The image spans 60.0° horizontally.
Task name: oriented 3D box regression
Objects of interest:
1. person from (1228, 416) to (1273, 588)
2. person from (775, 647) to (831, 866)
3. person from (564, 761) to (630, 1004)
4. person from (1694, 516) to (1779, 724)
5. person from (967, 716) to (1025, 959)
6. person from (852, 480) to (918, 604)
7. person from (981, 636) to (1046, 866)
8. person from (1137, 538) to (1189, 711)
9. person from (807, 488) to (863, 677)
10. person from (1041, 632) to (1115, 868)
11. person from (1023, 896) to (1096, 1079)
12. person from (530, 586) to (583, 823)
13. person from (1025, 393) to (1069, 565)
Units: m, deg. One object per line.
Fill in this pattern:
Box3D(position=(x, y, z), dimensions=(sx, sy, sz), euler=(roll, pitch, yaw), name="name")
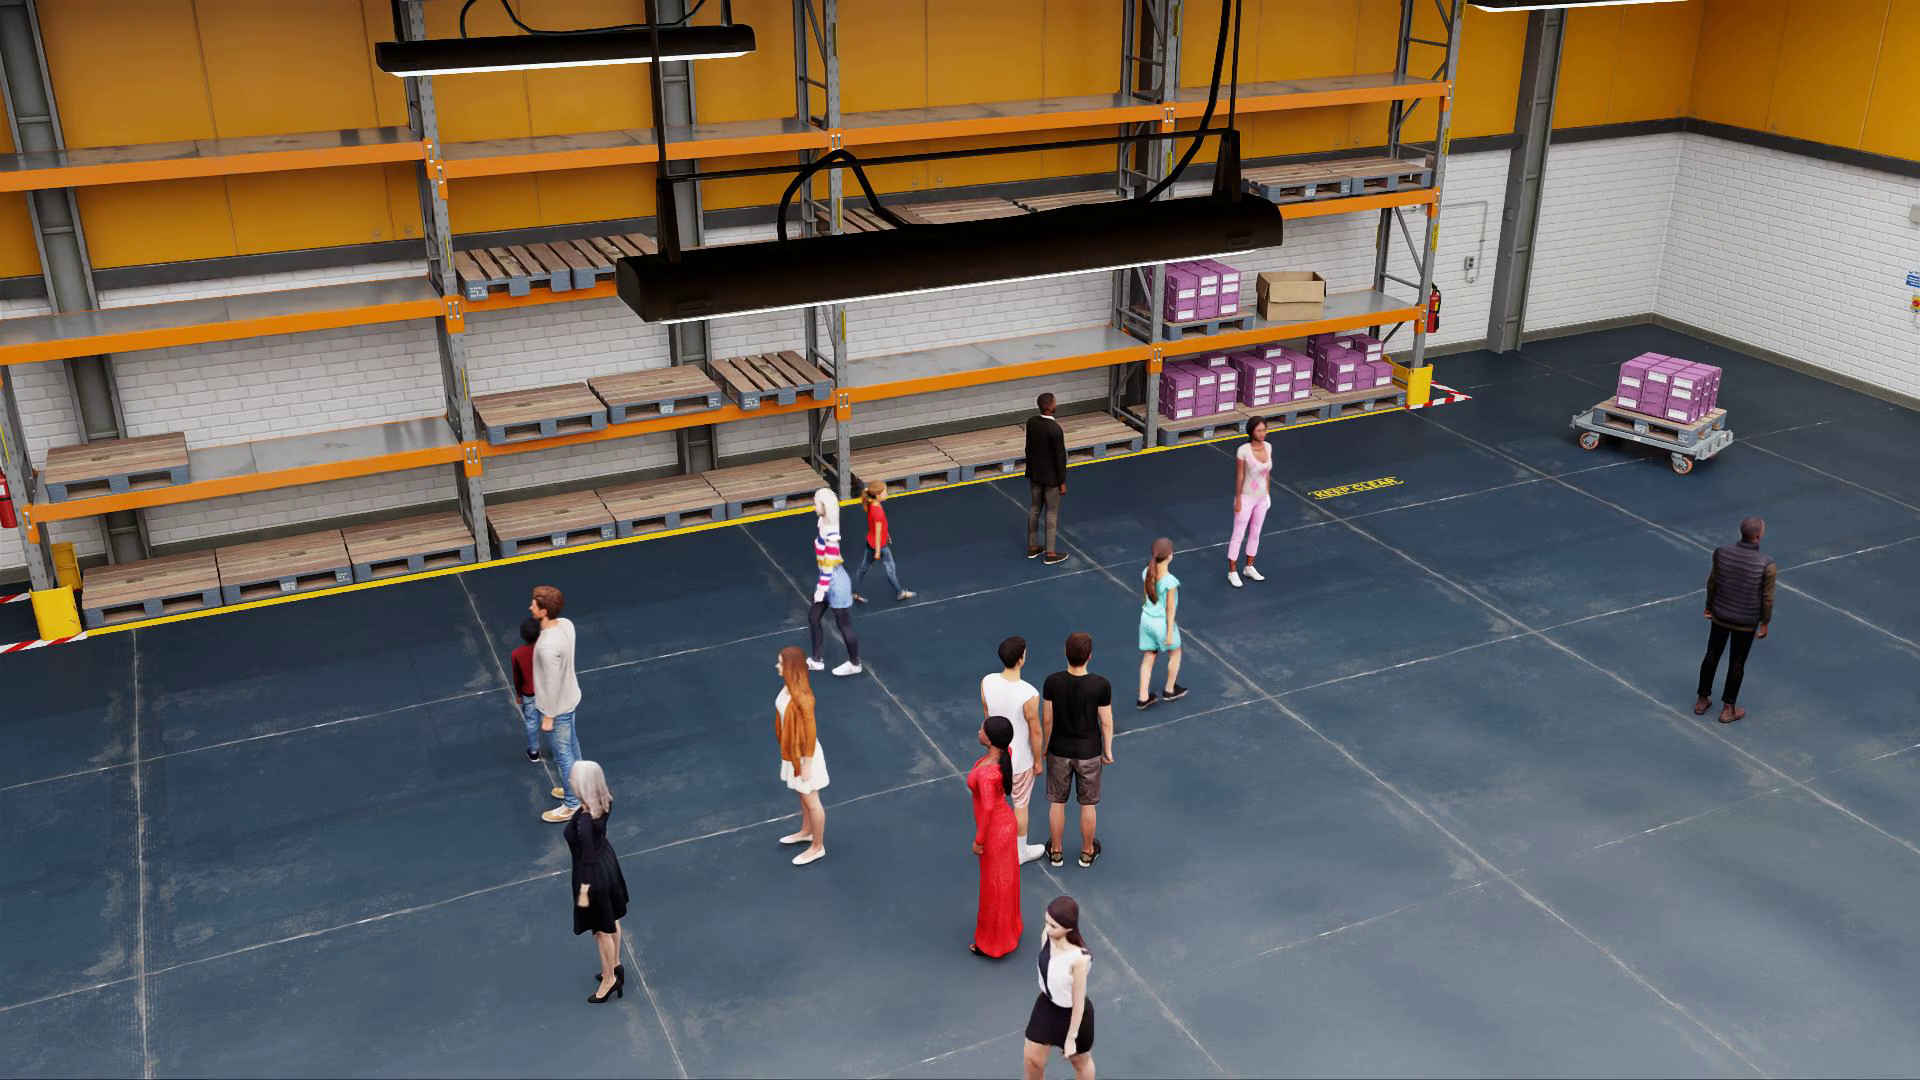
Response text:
Box3D(position=(2.880, -0.398, 16.426), dimensions=(0.460, 1.741, 0.639), euler=(-13, 27, -27), name="person")
Box3D(position=(-1.131, 1.529, 12.041), dimensions=(0.585, 1.722, 0.624), euler=(-9, 25, -19), name="person")
Box3D(position=(-2.316, 2.157, 10.573), dimensions=(0.711, 1.747, 0.693), euler=(1, 24, 3), name="person")
Box3D(position=(6.478, 0.649, 13.911), dimensions=(0.690, 1.836, 0.759), euler=(-20, 31, -38), name="person")
Box3D(position=(0.235, 1.947, 11.007), dimensions=(0.770, 1.784, 0.720), euler=(7, 24, 15), name="person")
Box3D(position=(-0.865, 0.048, 15.981), dimensions=(0.912, 1.279, 0.530), euler=(-8, 25, -17), name="person")
Box3D(position=(0.363, 1.519, 11.980), dimensions=(0.728, 1.789, 0.735), euler=(17, 29, 33), name="person")
Box3D(position=(1.633, 0.735, 14.079), dimensions=(0.810, 1.544, 0.673), euler=(-21, 31, -39), name="person")
Box3D(position=(-1.013, 0.383, 14.579), dimensions=(0.847, 1.787, 0.703), euler=(-9, 25, -19), name="person")
Box3D(position=(0.817, 1.502, 11.927), dimensions=(0.710, 1.862, 0.833), euler=(2, 24, 6), name="person")
Box3D(position=(0.665, 2.695, 9.494), dimensions=(0.888, 1.625, 0.720), euler=(-21, 31, -40), name="person")
Box3D(position=(-3.016, 1.217, 12.527), dimensions=(0.734, 1.905, 0.743), euler=(0, 24, 0), name="person")
Box3D(position=(0.870, -0.639, 16.902), dimensions=(0.676, 1.800, 0.724), euler=(-21, 31, -39), name="person")
